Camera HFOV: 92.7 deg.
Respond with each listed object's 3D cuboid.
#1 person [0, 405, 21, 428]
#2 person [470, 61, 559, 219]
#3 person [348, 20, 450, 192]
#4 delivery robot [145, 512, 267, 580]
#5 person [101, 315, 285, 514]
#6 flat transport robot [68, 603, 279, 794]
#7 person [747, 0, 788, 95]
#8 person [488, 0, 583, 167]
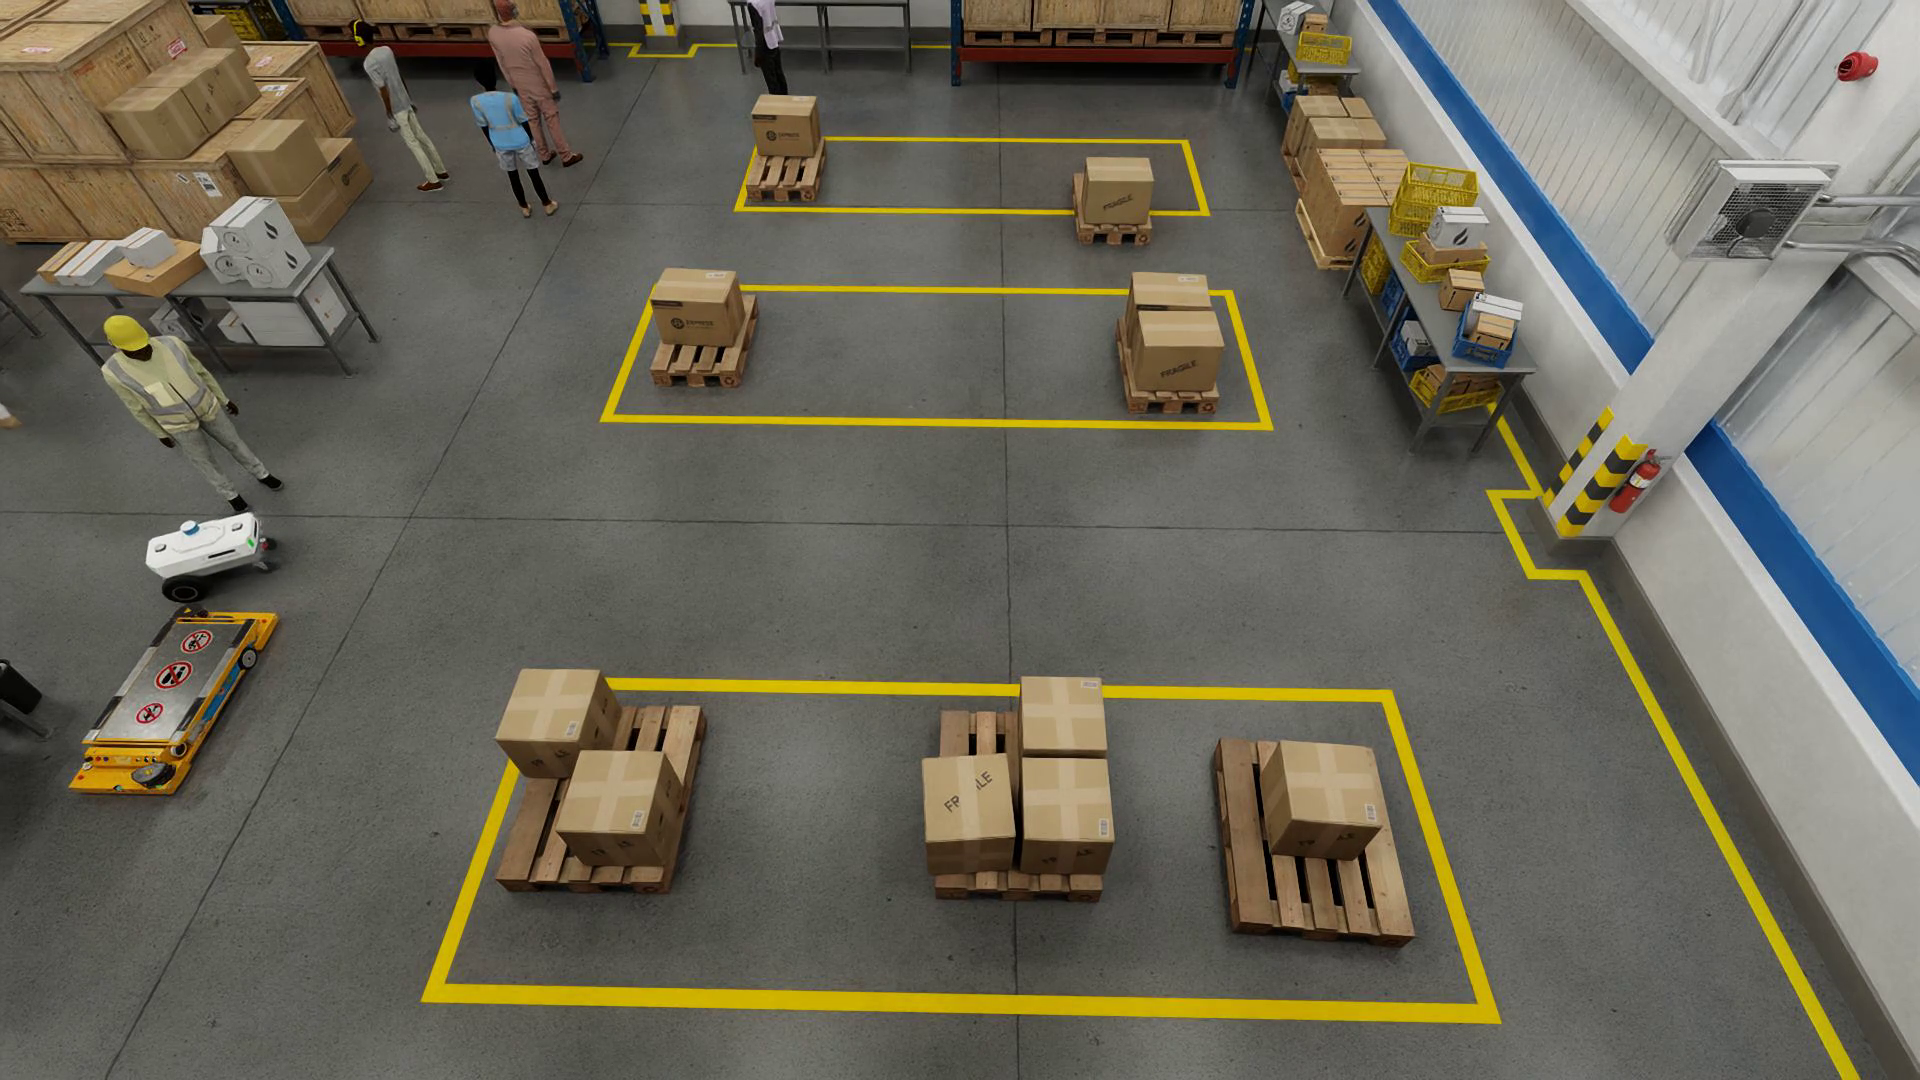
[{"bbox_3d":[-9.040,-1.735,7.837,0.987,1.781,0.637,7,50,6],"label":"person"},{"bbox_3d":[-4.955,-4.390,10.138,0.532,1.692,0.320,-6,50,-5],"label":"person"},{"bbox_3d":[-6.421,-4.934,10.488,0.309,1.864,0.534,3,50,3],"label":"person"},{"bbox_3d":[-5.801,0.046,7.066,0.707,0.478,0.477,-19,52,-15],"label":"delivery robot"},{"bbox_3d":[-6.020,-0.985,7.173,0.403,1.823,0.588,27,55,21],"label":"person"},{"bbox_3d":[-5.504,1.072,6.442,0.652,0.197,1.431,1,50,1],"label":"flat transport robot"},{"bbox_3d":[-2.432,-6.249,11.570,0.390,1.912,0.587,11,51,9],"label":"person"},{"bbox_3d":[-5.043,-5.399,10.854,0.651,1.907,0.410,12,51,10],"label":"person"}]
